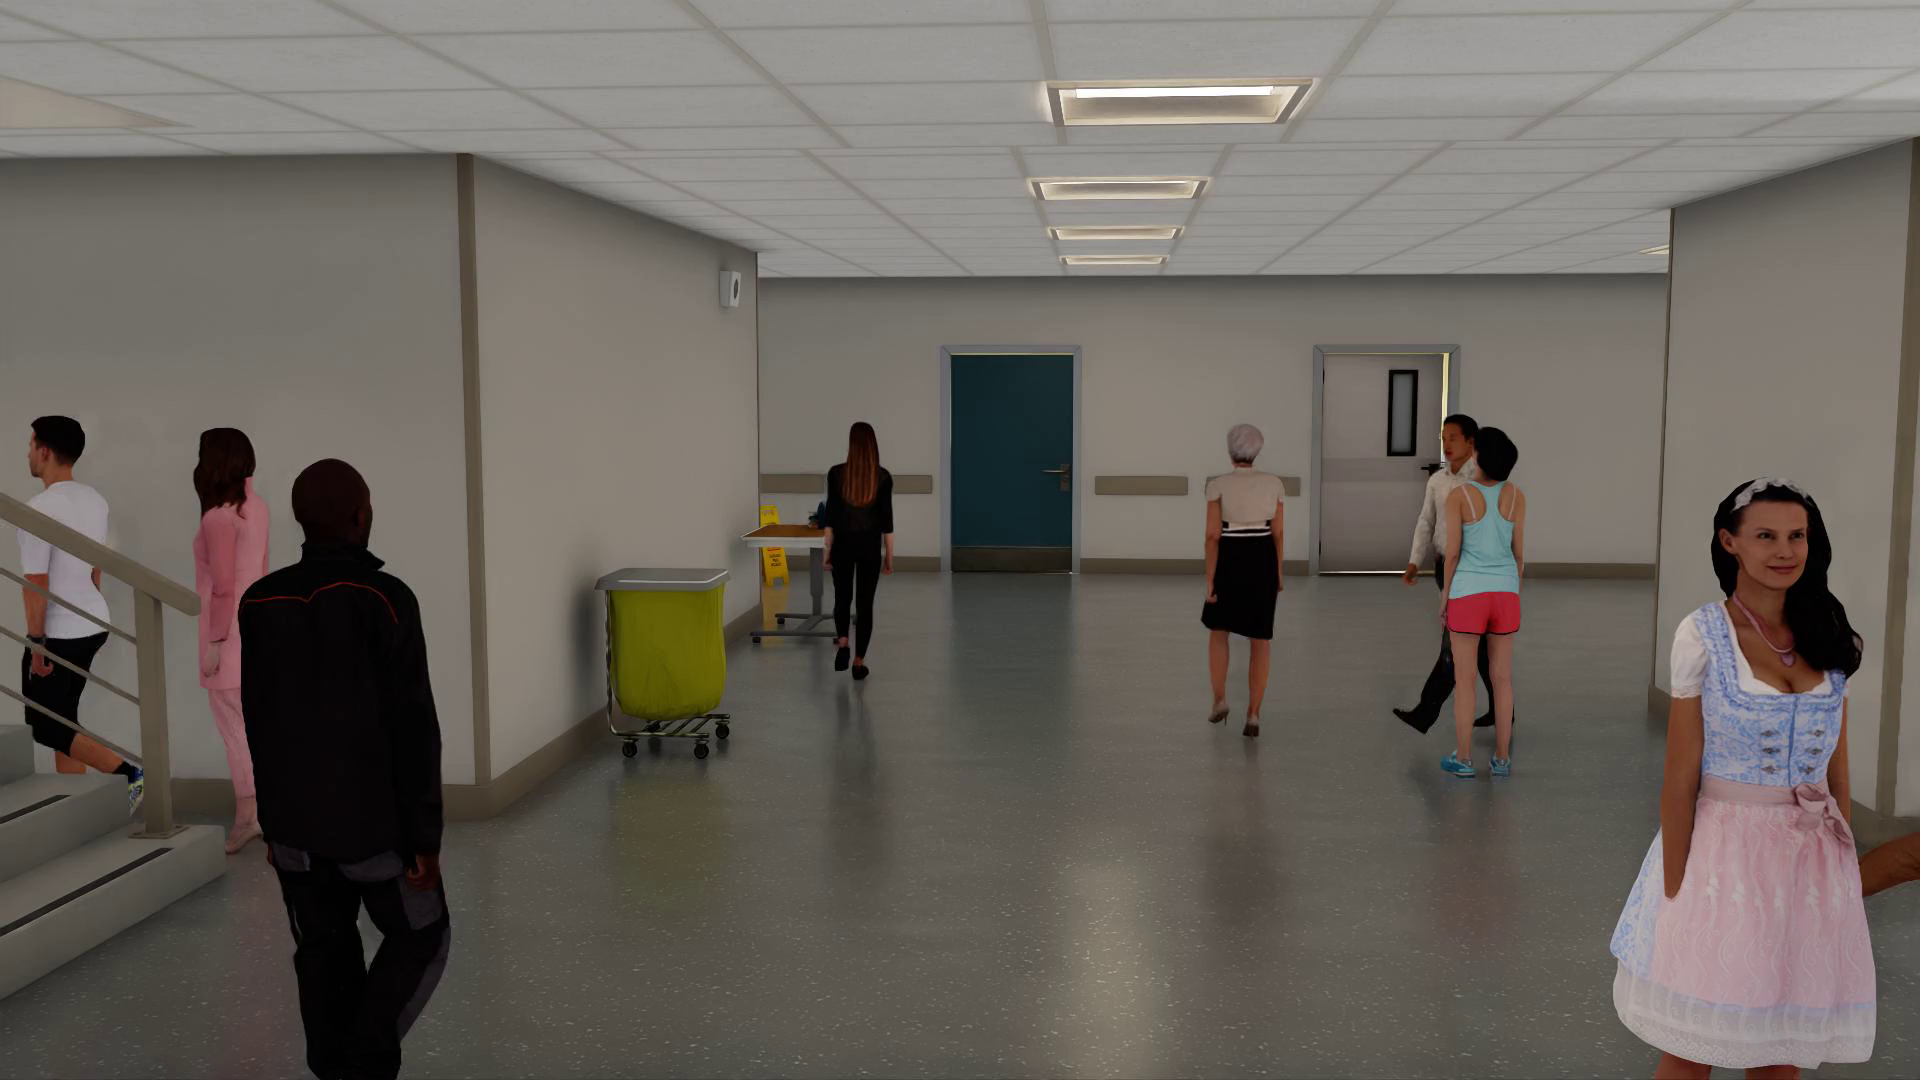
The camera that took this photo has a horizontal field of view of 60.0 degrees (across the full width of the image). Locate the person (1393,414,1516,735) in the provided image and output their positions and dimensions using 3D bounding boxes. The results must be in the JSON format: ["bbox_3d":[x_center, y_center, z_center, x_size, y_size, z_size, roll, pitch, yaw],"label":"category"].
[{"bbox_3d":[2.883,0.221,9.278,1.270,1.758,1.076,-3,6,-27],"label":"person"}]

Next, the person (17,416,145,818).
[{"bbox_3d":[-3.769,0.398,7.149,0.920,1.832,0.662,1,6,6],"label":"person"}]

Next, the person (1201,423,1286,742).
[{"bbox_3d":[1.594,0.245,9.157,0.719,1.735,0.746,0,6,0],"label":"person"}]

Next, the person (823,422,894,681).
[{"bbox_3d":[-0.691,0.082,10.939,0.547,1.703,0.665,0,6,4],"label":"person"}]

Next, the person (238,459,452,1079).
[{"bbox_3d":[-1.564,0.712,4.115,0.718,1.814,0.774,1,6,8],"label":"person"}]

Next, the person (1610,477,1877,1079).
[{"bbox_3d":[1.671,0.769,3.531,0.691,1.818,0.786,0,6,-2],"label":"person"}]

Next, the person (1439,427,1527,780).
[{"bbox_3d":[2.635,0.308,8.377,0.570,1.765,0.669,0,6,-3],"label":"person"}]

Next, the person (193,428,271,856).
[{"bbox_3d":[-3.068,0.421,7.072,0.515,1.802,0.623,0,6,2],"label":"person"}]
